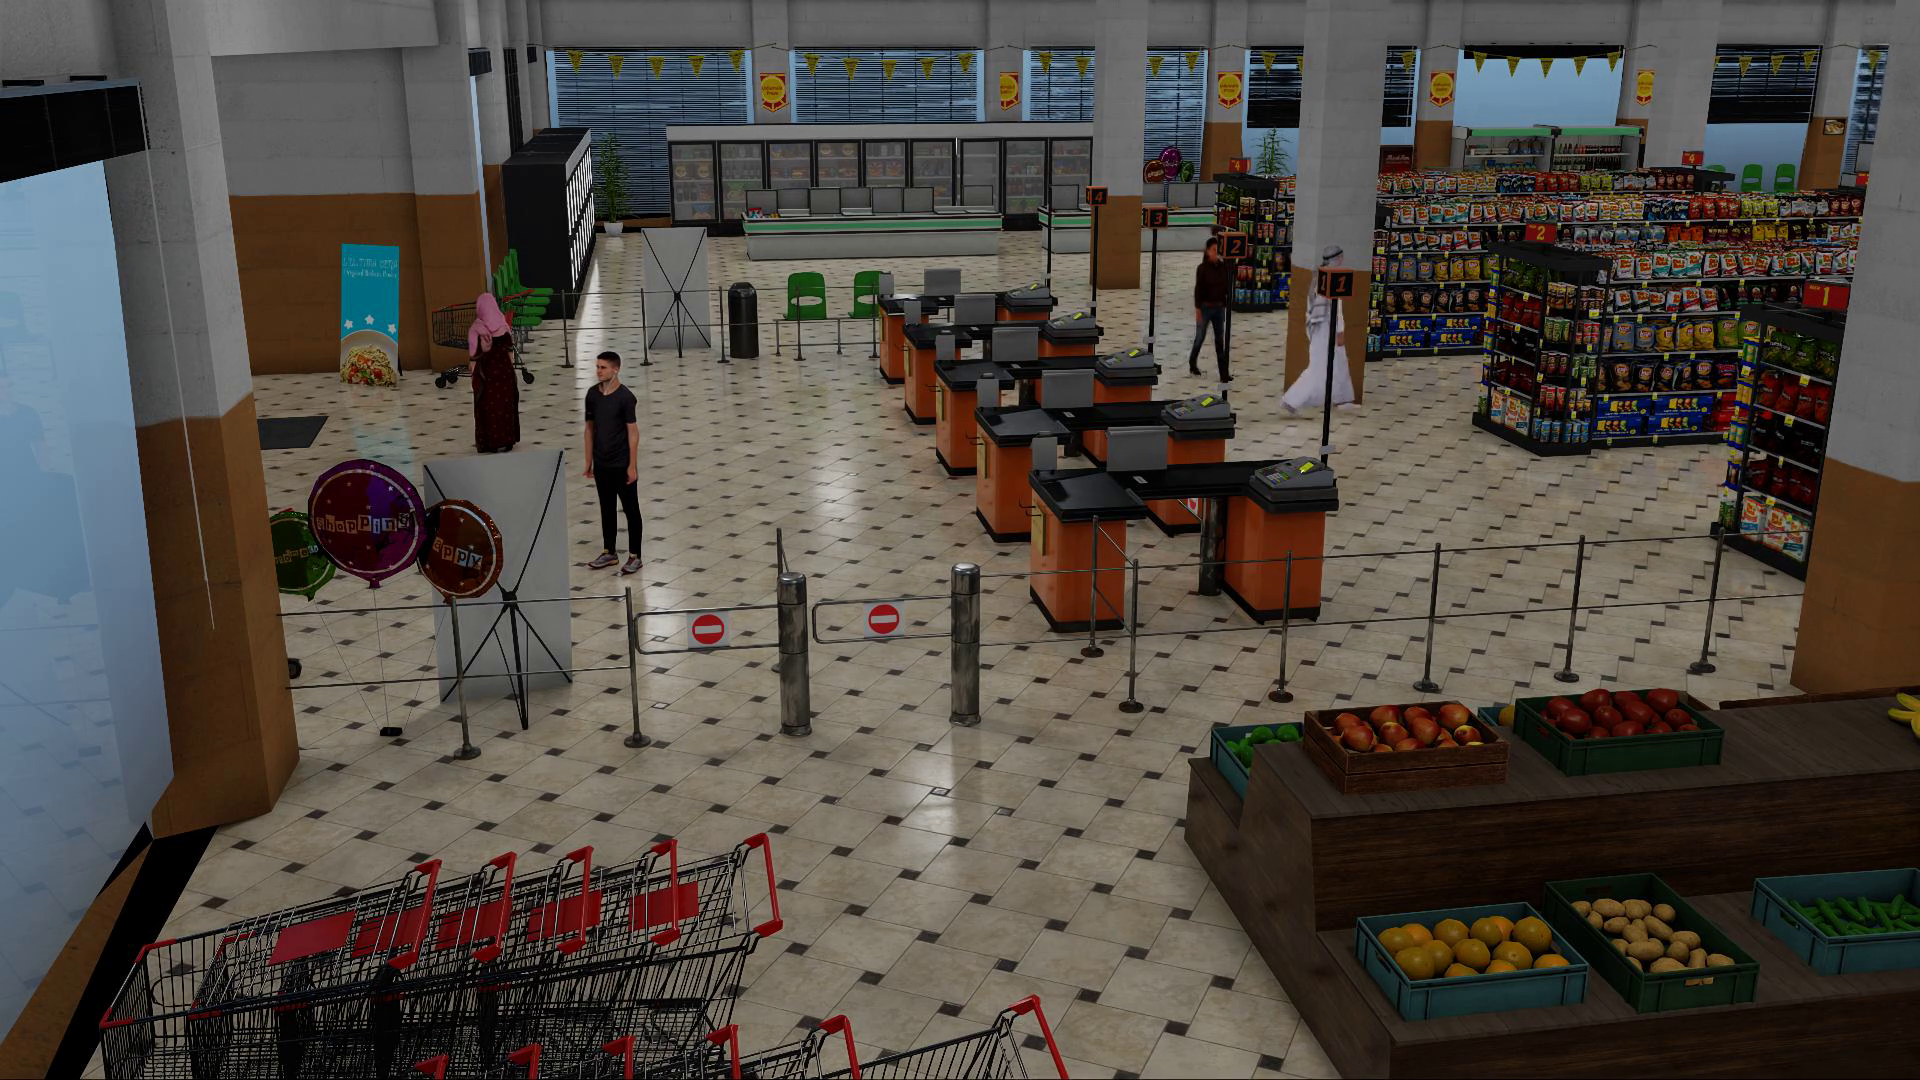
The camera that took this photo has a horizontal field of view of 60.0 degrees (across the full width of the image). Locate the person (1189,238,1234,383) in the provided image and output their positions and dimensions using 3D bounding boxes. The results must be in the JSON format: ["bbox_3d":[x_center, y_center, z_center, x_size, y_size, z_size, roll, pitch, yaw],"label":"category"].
[{"bbox_3d":[3.023,-2.805,20.432,1.133,1.727,0.795,-5,18,-17],"label":"person"}]

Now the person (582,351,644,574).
[{"bbox_3d":[-2.734,-0.622,13.179,0.675,1.764,0.781,8,18,23],"label":"person"}]

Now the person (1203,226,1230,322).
[{"bbox_3d":[3.763,-3.900,24.582,0.902,1.412,0.653,-4,17,-14],"label":"person"}]

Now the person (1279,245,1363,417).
[{"bbox_3d":[3.970,-2.292,18.472,1.240,1.885,0.713,-3,17,-10],"label":"person"}]

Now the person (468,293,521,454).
[{"bbox_3d":[-4.767,-1.711,16.985,0.698,1.637,0.817,-12,21,-35],"label":"person"}]
